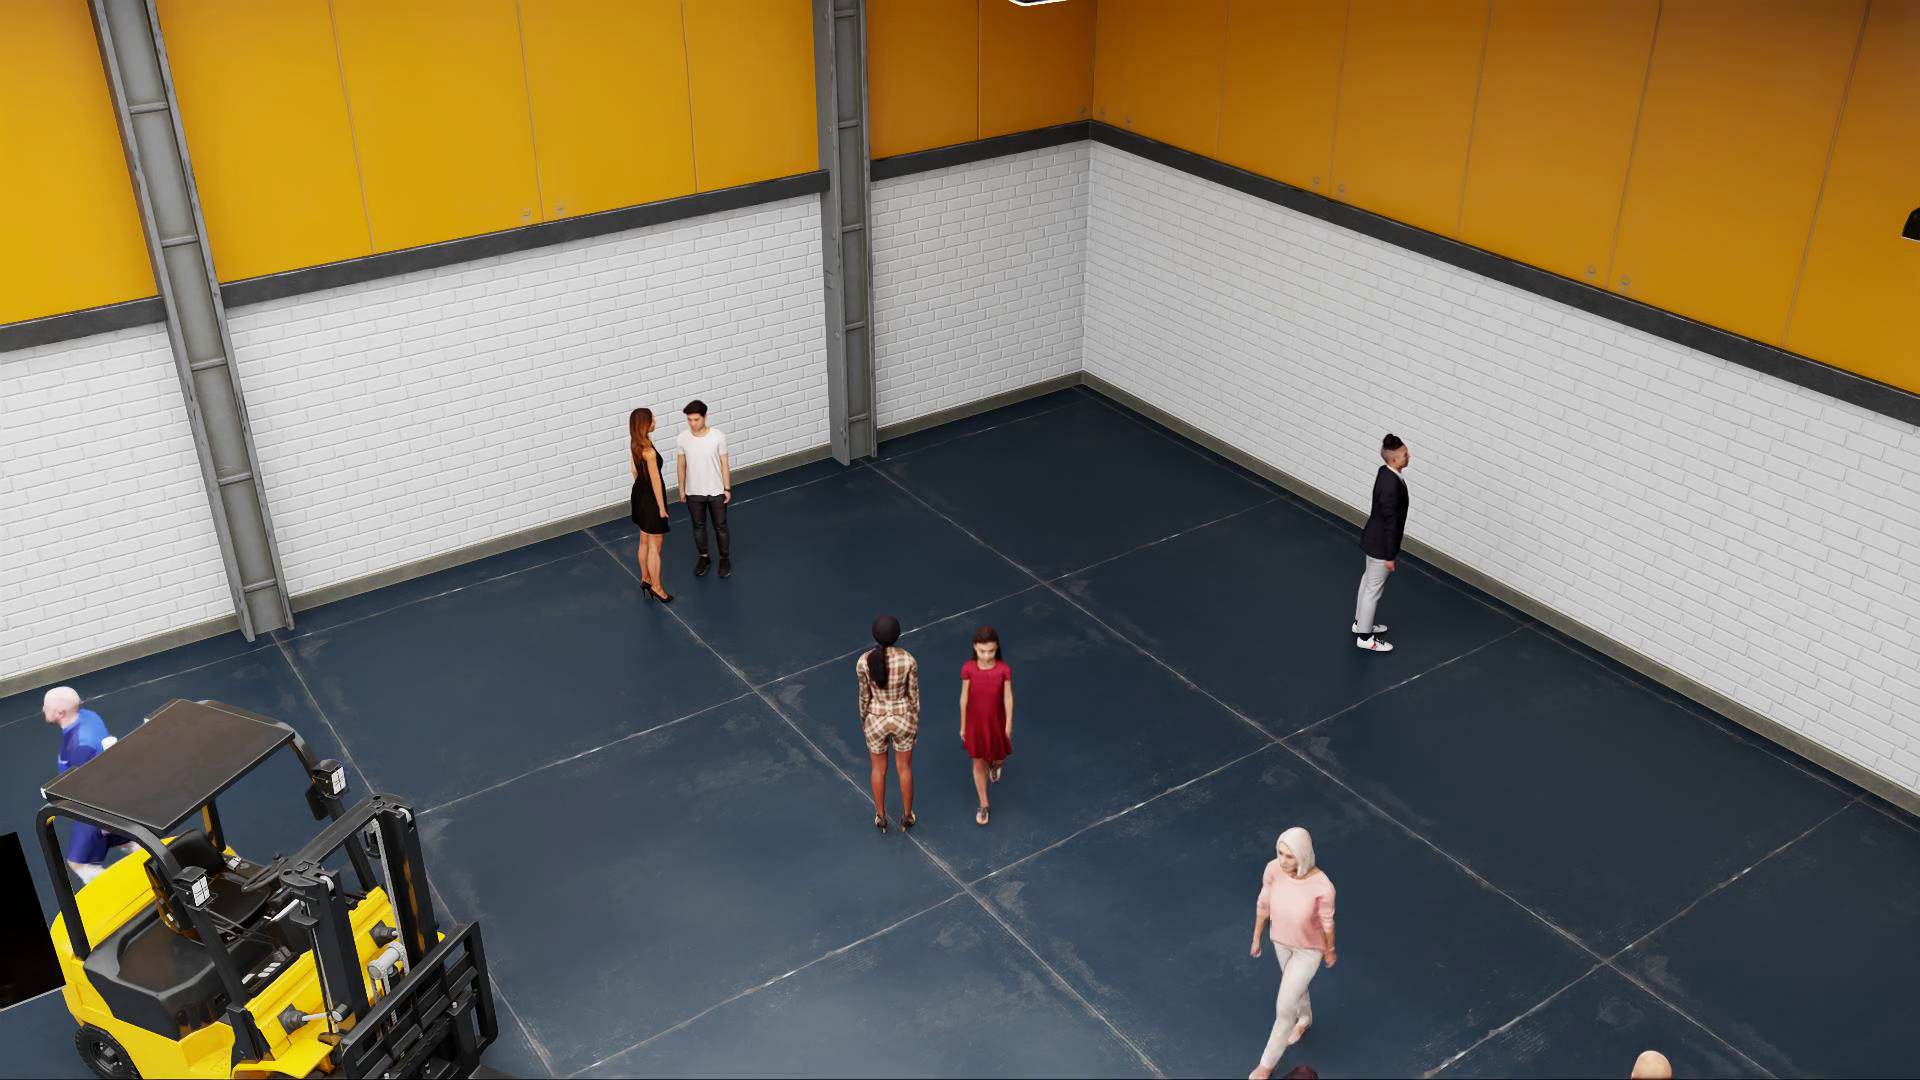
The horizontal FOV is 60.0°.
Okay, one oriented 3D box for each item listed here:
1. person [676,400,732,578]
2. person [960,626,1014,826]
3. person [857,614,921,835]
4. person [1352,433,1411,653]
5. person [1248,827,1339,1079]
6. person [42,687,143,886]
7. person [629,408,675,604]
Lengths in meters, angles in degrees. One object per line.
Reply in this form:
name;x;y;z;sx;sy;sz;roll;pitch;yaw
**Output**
person;-2.282;-0.487;14.966;0.690;1.715;0.774;2;29;3
person;0.187;1.258;11.953;0.869;1.538;0.873;0;29;1
person;-0.487;1.295;11.616;0.660;1.795;0.739;1;29;2
person;3.510;-0.015;13.858;0.843;1.948;0.791;4;29;8
person;2.038;2.339;9.812;0.729;1.689;1.012;23;36;36
person;-5.507;1.706;10.833;0.846;1.822;0.798;-7;29;-12
person;-2.707;-0.304;14.507;0.513;1.834;0.572;-19;34;-30
